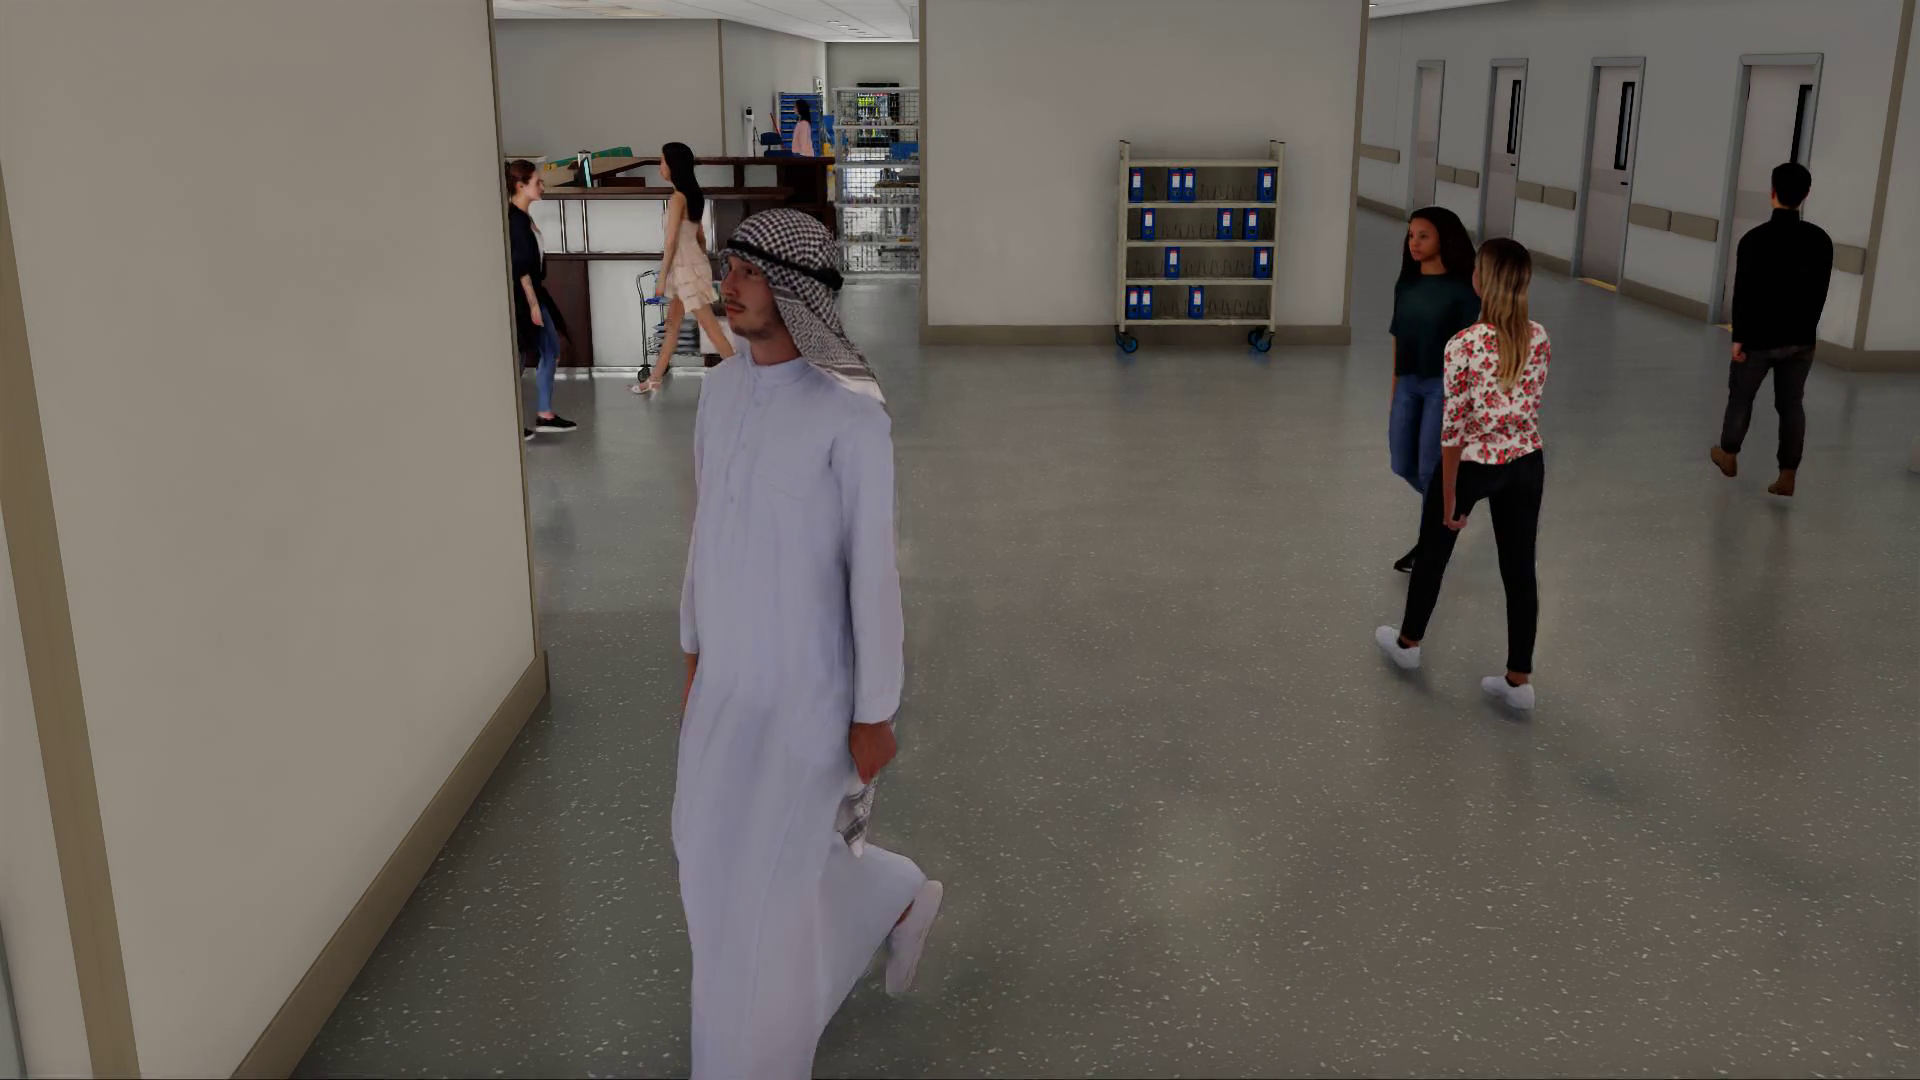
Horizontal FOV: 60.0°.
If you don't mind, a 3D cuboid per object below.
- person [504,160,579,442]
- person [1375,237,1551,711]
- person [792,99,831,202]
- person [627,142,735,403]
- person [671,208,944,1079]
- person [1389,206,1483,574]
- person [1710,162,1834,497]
[{"bbox_3d":[-2.694,-1.381,9.810,0.764,1.658,0.710,-2,16,-9],"label":"person"},{"bbox_3d":[1.866,-0.194,5.708,0.977,1.599,0.780,-4,16,-14],"label":"person"},{"bbox_3d":[-2.277,-5.762,25.165,0.826,1.757,0.645,0,16,0],"label":"person"},{"bbox_3d":[-1.658,-1.656,10.743,1.073,1.680,0.659,2,16,7],"label":"person"},{"bbox_3d":[-0.302,0.286,3.440,1.092,1.906,1.154,15,21,42],"label":"person"},{"bbox_3d":[2.137,-0.661,7.357,0.888,1.602,0.819,-14,21,-40],"label":"person"},{"bbox_3d":[4.224,-1.036,8.535,1.078,1.686,0.820,2,16,8],"label":"person"}]
